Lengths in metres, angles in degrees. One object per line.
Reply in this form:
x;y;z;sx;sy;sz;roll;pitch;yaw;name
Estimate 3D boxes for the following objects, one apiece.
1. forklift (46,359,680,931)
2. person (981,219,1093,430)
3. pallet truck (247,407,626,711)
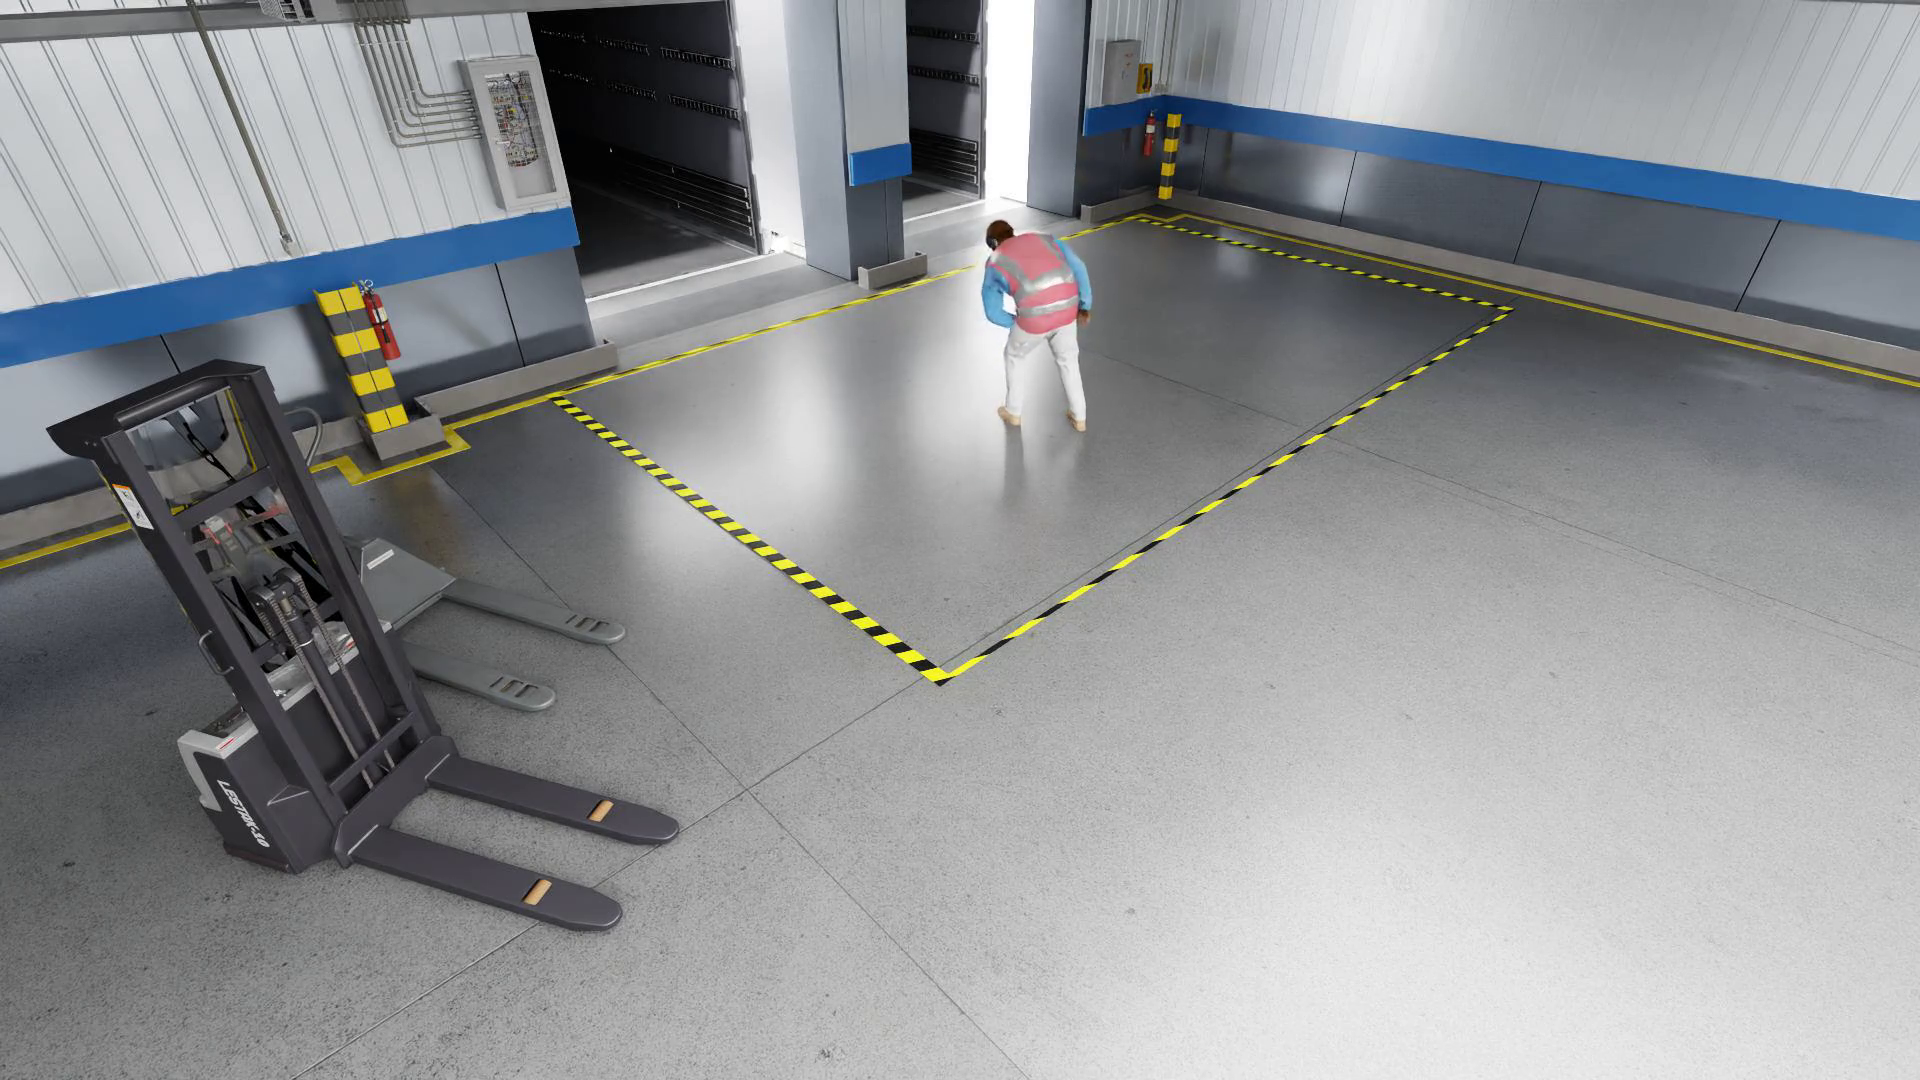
-2.135;0.422;3.354;1.885;1.965;0.823;10;35;14;forklift
0.535;-1.577;6.809;0.846;1.441;0.870;-12;36;-17;person
-2.628;0.038;4.590;1.601;1.201;0.680;12;36;18;pallet truck
